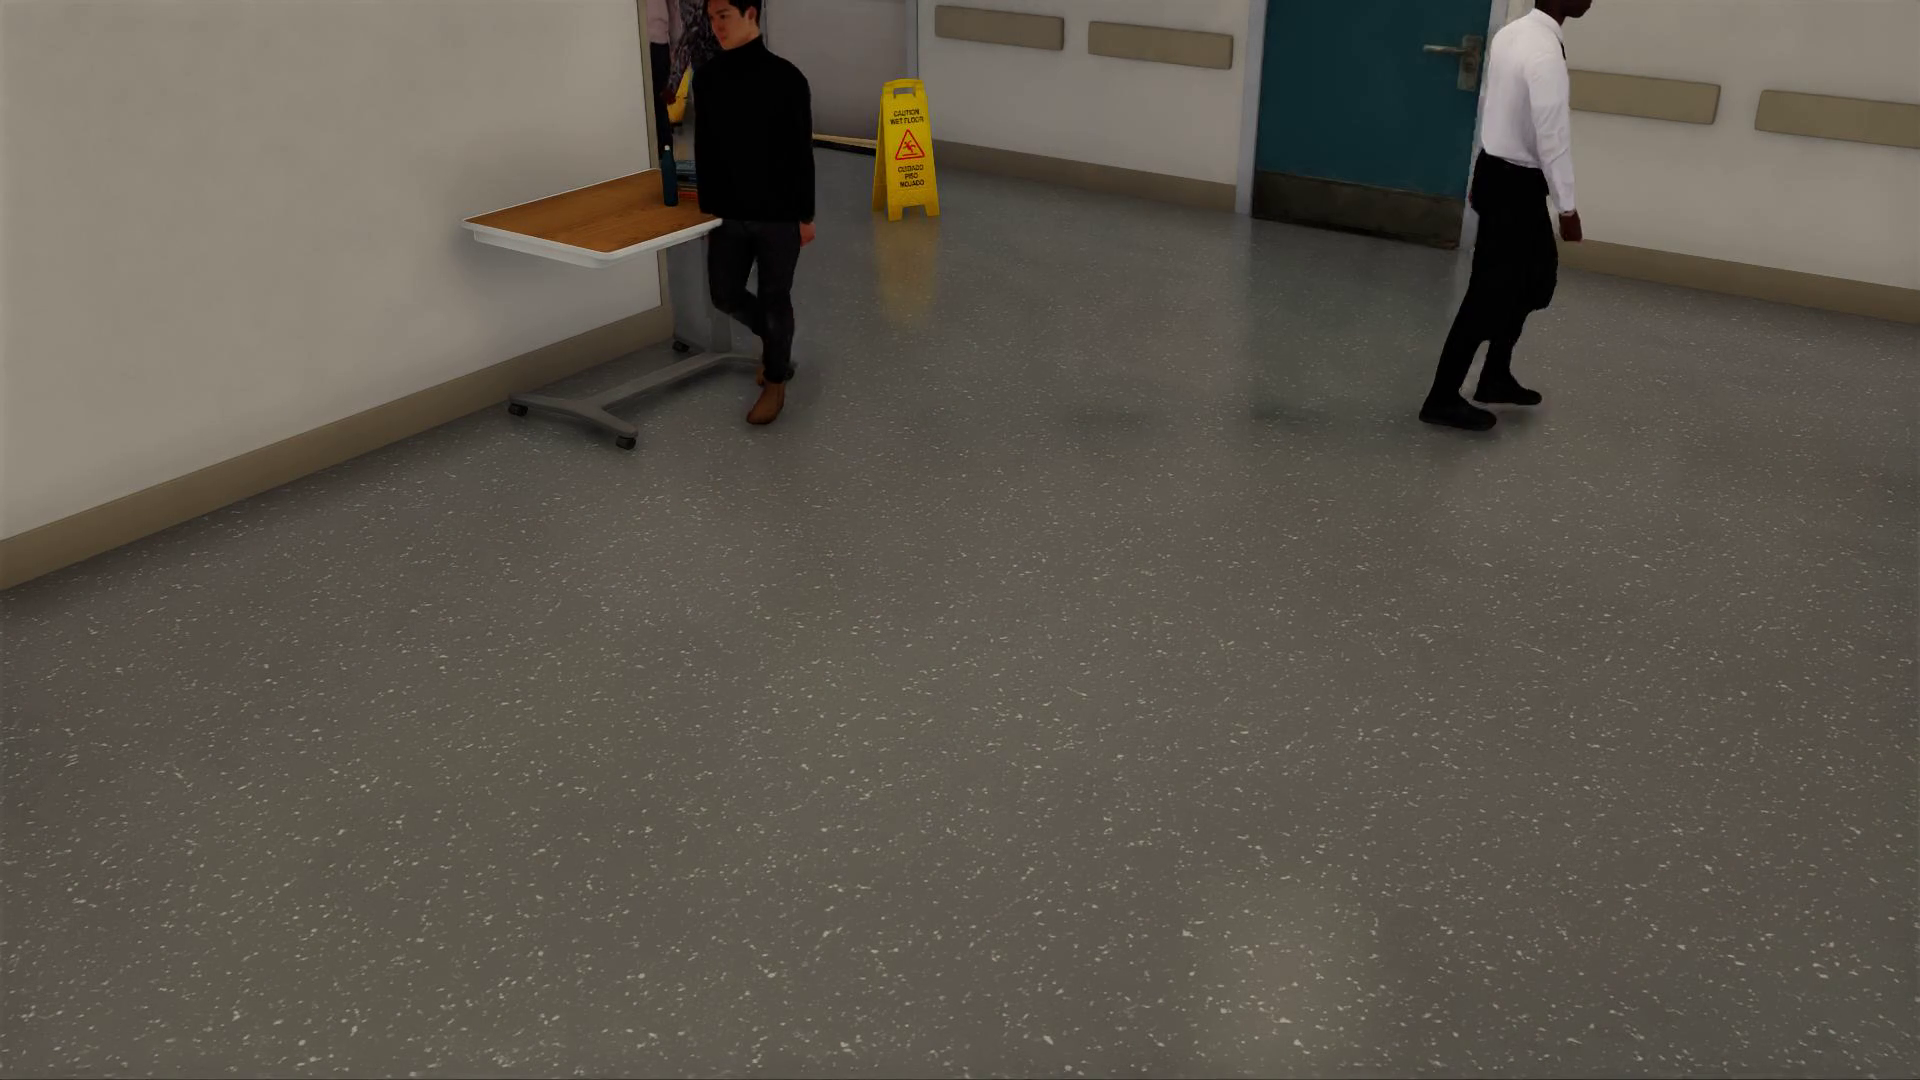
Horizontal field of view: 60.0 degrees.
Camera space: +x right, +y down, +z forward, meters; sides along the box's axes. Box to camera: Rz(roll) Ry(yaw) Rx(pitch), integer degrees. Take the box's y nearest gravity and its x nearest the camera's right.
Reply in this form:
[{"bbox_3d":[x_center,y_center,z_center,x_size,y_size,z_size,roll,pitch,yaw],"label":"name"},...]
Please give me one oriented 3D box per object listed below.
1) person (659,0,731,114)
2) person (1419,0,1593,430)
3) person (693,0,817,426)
[{"bbox_3d":[-1.192,-2.283,8.503,0.884,1.695,0.698,10,27,19],"label":"person"},{"bbox_3d":[1.972,-1.277,6.274,0.906,1.821,0.841,0,26,0],"label":"person"},{"bbox_3d":[-0.769,-1.333,6.518,0.784,1.709,0.818,9,27,17],"label":"person"}]
